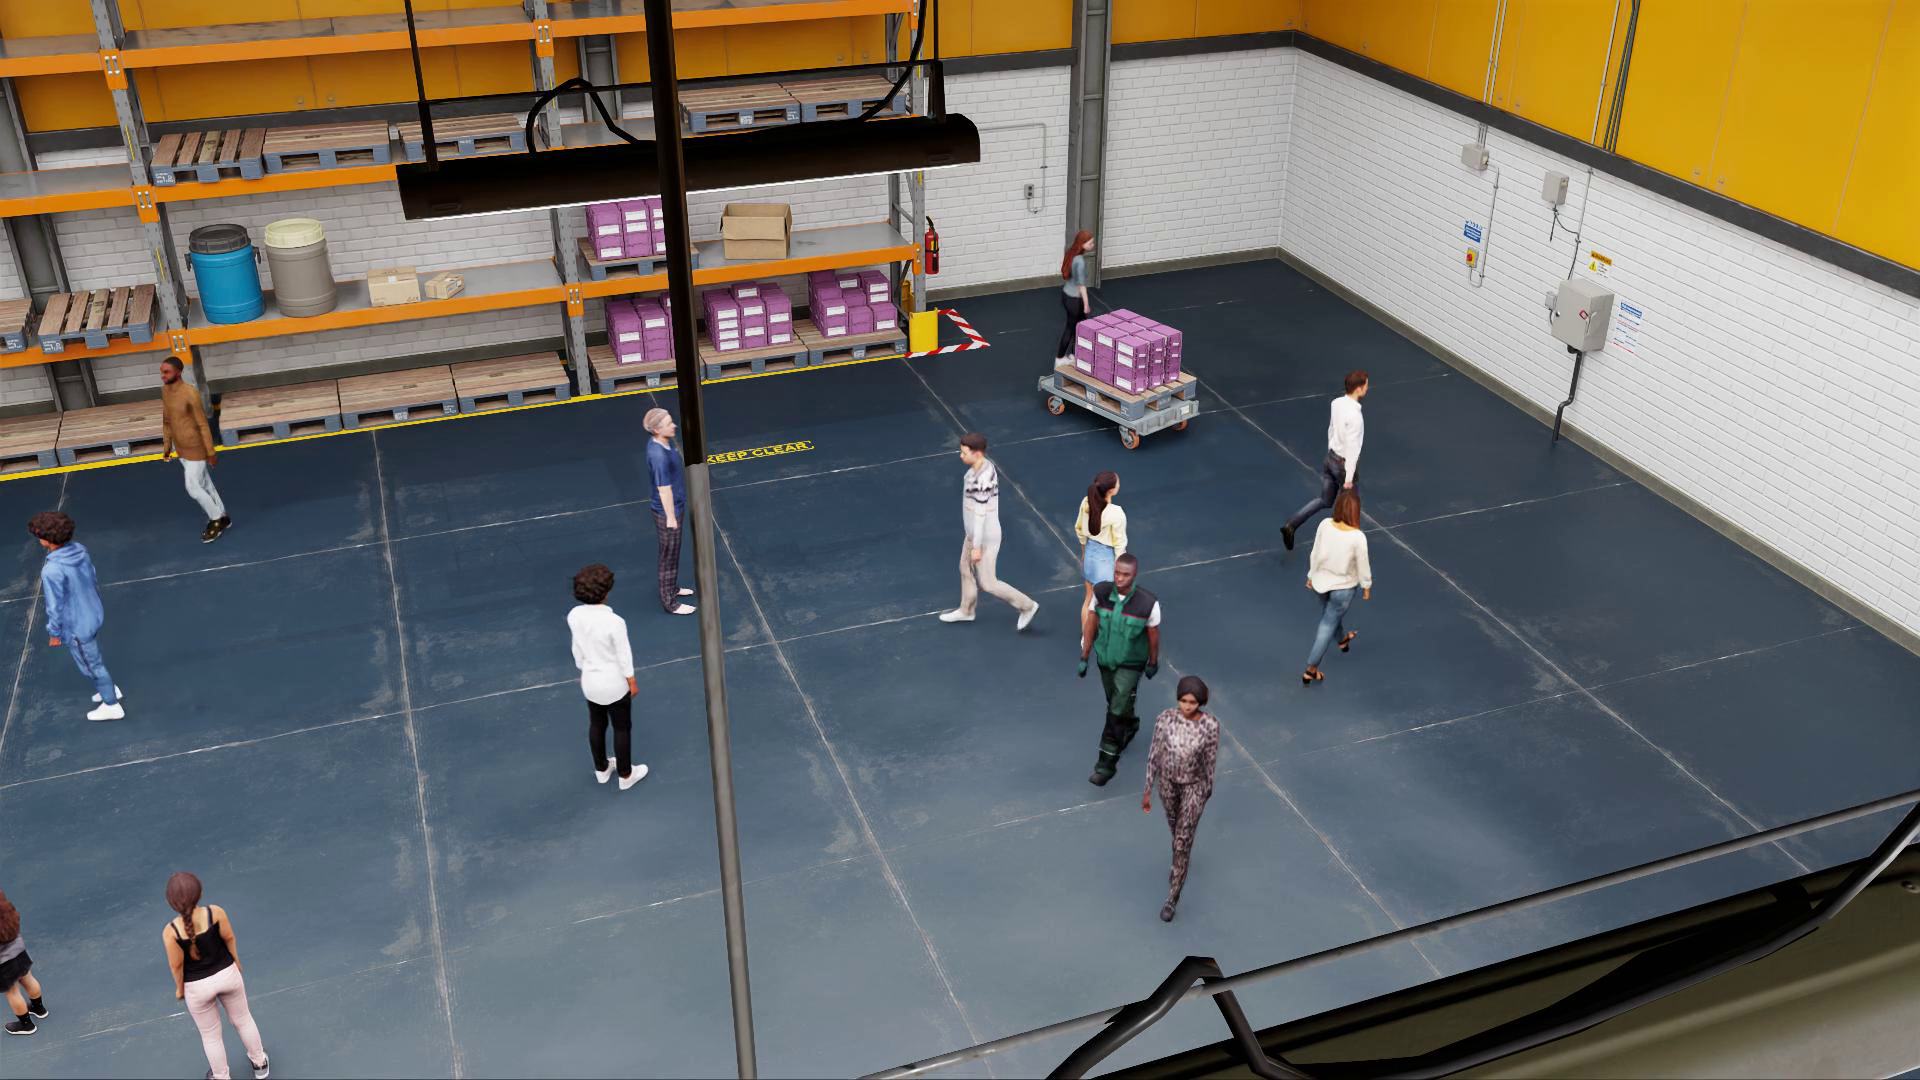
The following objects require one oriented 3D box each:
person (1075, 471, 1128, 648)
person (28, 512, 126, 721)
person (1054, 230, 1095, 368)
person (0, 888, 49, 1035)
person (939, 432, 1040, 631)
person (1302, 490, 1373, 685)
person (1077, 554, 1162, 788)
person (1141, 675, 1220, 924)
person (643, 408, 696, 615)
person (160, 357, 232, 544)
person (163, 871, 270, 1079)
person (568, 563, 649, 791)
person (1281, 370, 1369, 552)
[{"bbox_3d":[1.170,0.175,13.734,0.712,1.631,0.696,25,37,38],"label":"person"},{"bbox_3d":[-6.695,0.599,12.784,0.745,1.796,0.766,-1,29,-1],"label":"person"},{"bbox_3d":[1.227,-2.696,18.922,0.723,1.703,0.707,-9,30,-15],"label":"person"},{"bbox_3d":[-5.756,2.499,10.022,0.554,1.106,0.537,4,29,7],"label":"person"},{"bbox_3d":[0.282,-0.044,13.925,1.159,1.831,0.890,-1,29,-1],"label":"person"},{"bbox_3d":[2.939,0.411,13.284,1.130,1.647,0.901,-24,36,-36],"label":"person"},{"bbox_3d":[1.215,0.871,12.301,1.140,1.783,1.271,16,33,27],"label":"person"},{"bbox_3d":[1.488,1.606,11.070,1.063,1.670,1.111,12,31,21],"label":"person"},{"bbox_3d":[-2.516,-0.270,14.300,0.621,1.871,0.704,-3,29,-6],"label":"person"},{"bbox_3d":[-7.085,-0.889,15.506,0.771,1.802,0.822,16,33,27],"label":"person"},{"bbox_3d":[-4.276,2.519,9.505,0.547,1.565,0.662,-21,35,-34],"label":"person"},{"bbox_3d":[-2.579,0.996,12.045,0.699,1.807,0.762,12,31,21],"label":"person"},{"bbox_3d":[3.350,-0.640,15.008,1.074,1.842,0.753,-7,29,-13],"label":"person"}]
